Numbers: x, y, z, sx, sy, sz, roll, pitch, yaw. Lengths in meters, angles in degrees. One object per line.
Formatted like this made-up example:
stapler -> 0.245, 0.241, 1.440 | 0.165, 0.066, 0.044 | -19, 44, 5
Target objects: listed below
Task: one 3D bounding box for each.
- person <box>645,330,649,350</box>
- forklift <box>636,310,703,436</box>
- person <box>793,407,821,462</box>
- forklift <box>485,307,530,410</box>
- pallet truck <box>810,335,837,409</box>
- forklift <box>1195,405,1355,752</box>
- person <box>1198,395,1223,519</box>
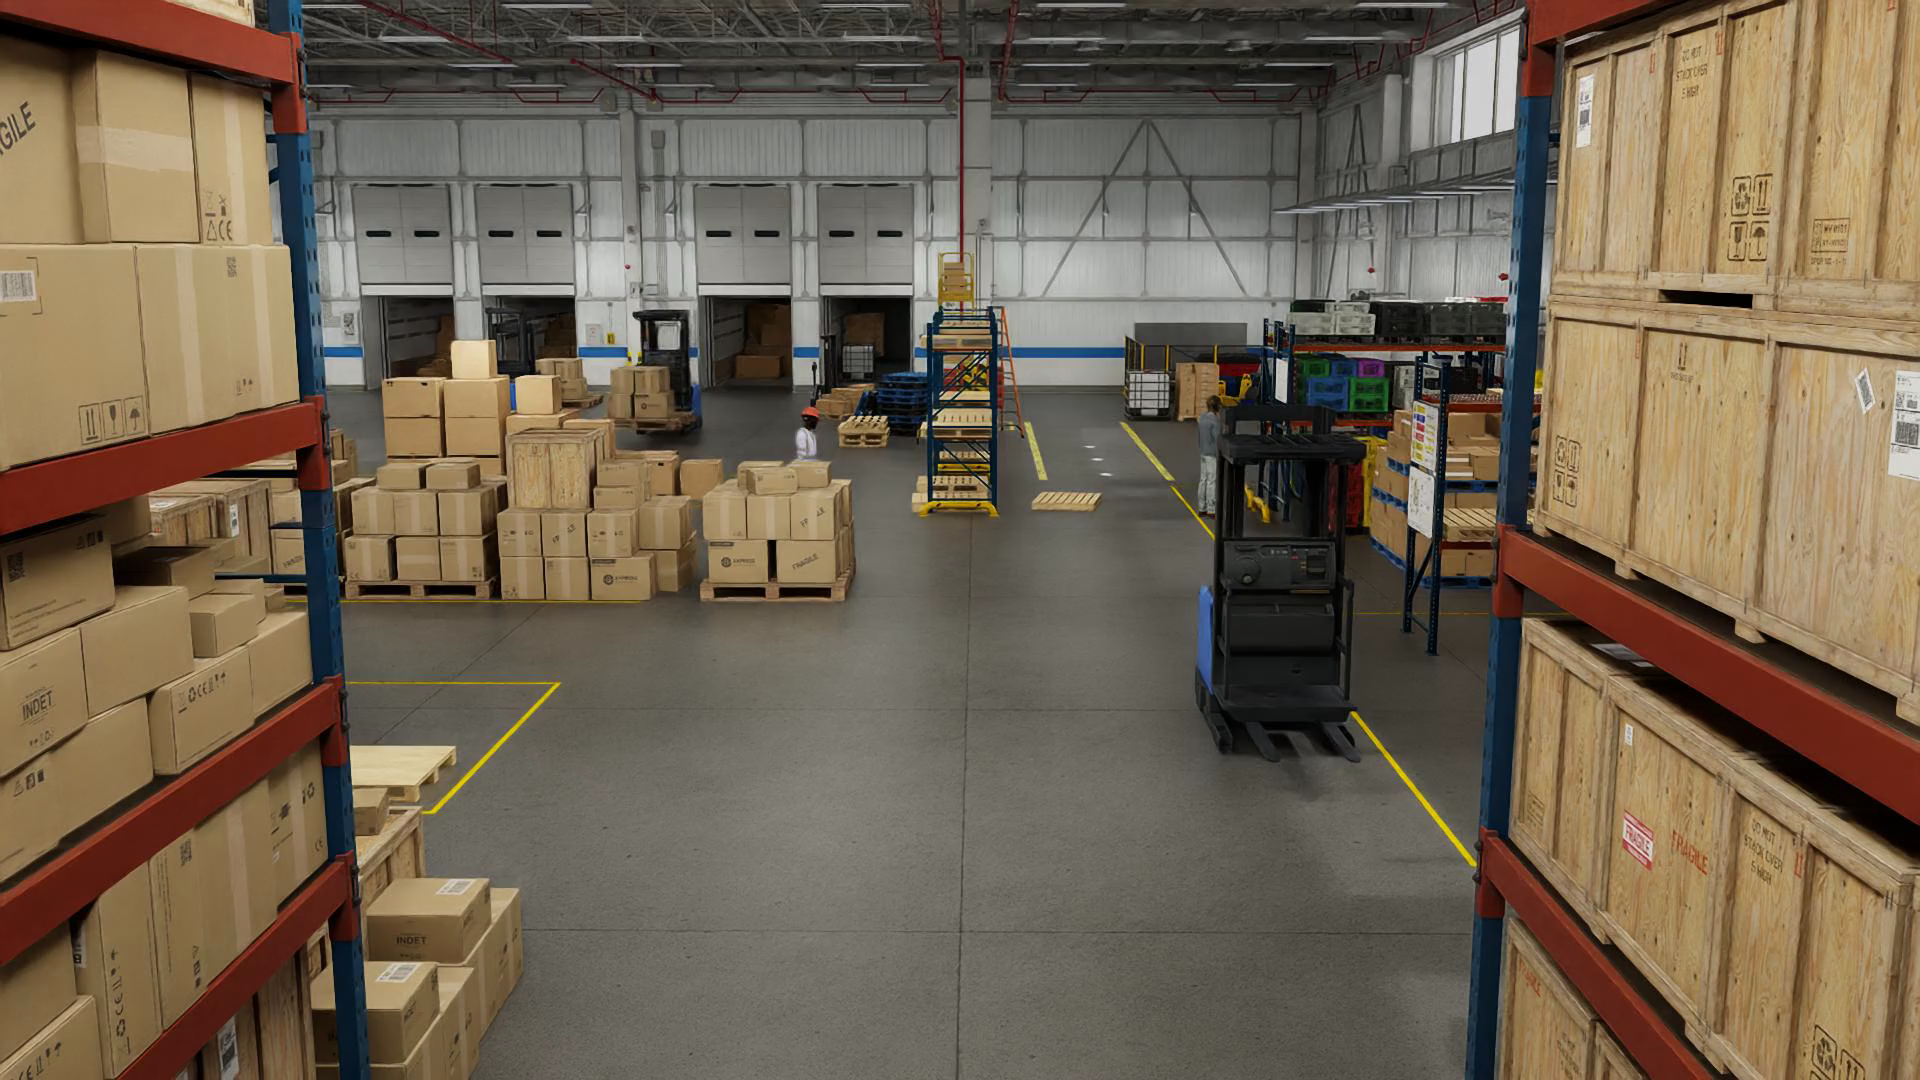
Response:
person -> -8.828, -4.967, 47.108 | 0.389, 1.930, 0.544 | -7, 12, -36
forklift -> -6.631, -3.862, 37.981 | 1.129, 2.768, 1.873 | 1, 10, 5
person -> -2.257, -0.998, 24.340 | 0.427, 1.884, 0.587 | 2, 10, 14
forklift -> -10.754, -4.150, 39.646 | 1.129, 2.768, 1.873 | 0, 10, 1
pallet truck -> -3.021, -4.312, 43.126 | 1.885, 1.965, 0.823 | 3, 10, 17
forklift -> 2.694, 0.232, 14.361 | 1.129, 2.768, 1.873 | 0, 10, 1
person -> 3.913, -1.289, 25.855 | 0.367, 1.939, 0.634 | -3, 10, -19
